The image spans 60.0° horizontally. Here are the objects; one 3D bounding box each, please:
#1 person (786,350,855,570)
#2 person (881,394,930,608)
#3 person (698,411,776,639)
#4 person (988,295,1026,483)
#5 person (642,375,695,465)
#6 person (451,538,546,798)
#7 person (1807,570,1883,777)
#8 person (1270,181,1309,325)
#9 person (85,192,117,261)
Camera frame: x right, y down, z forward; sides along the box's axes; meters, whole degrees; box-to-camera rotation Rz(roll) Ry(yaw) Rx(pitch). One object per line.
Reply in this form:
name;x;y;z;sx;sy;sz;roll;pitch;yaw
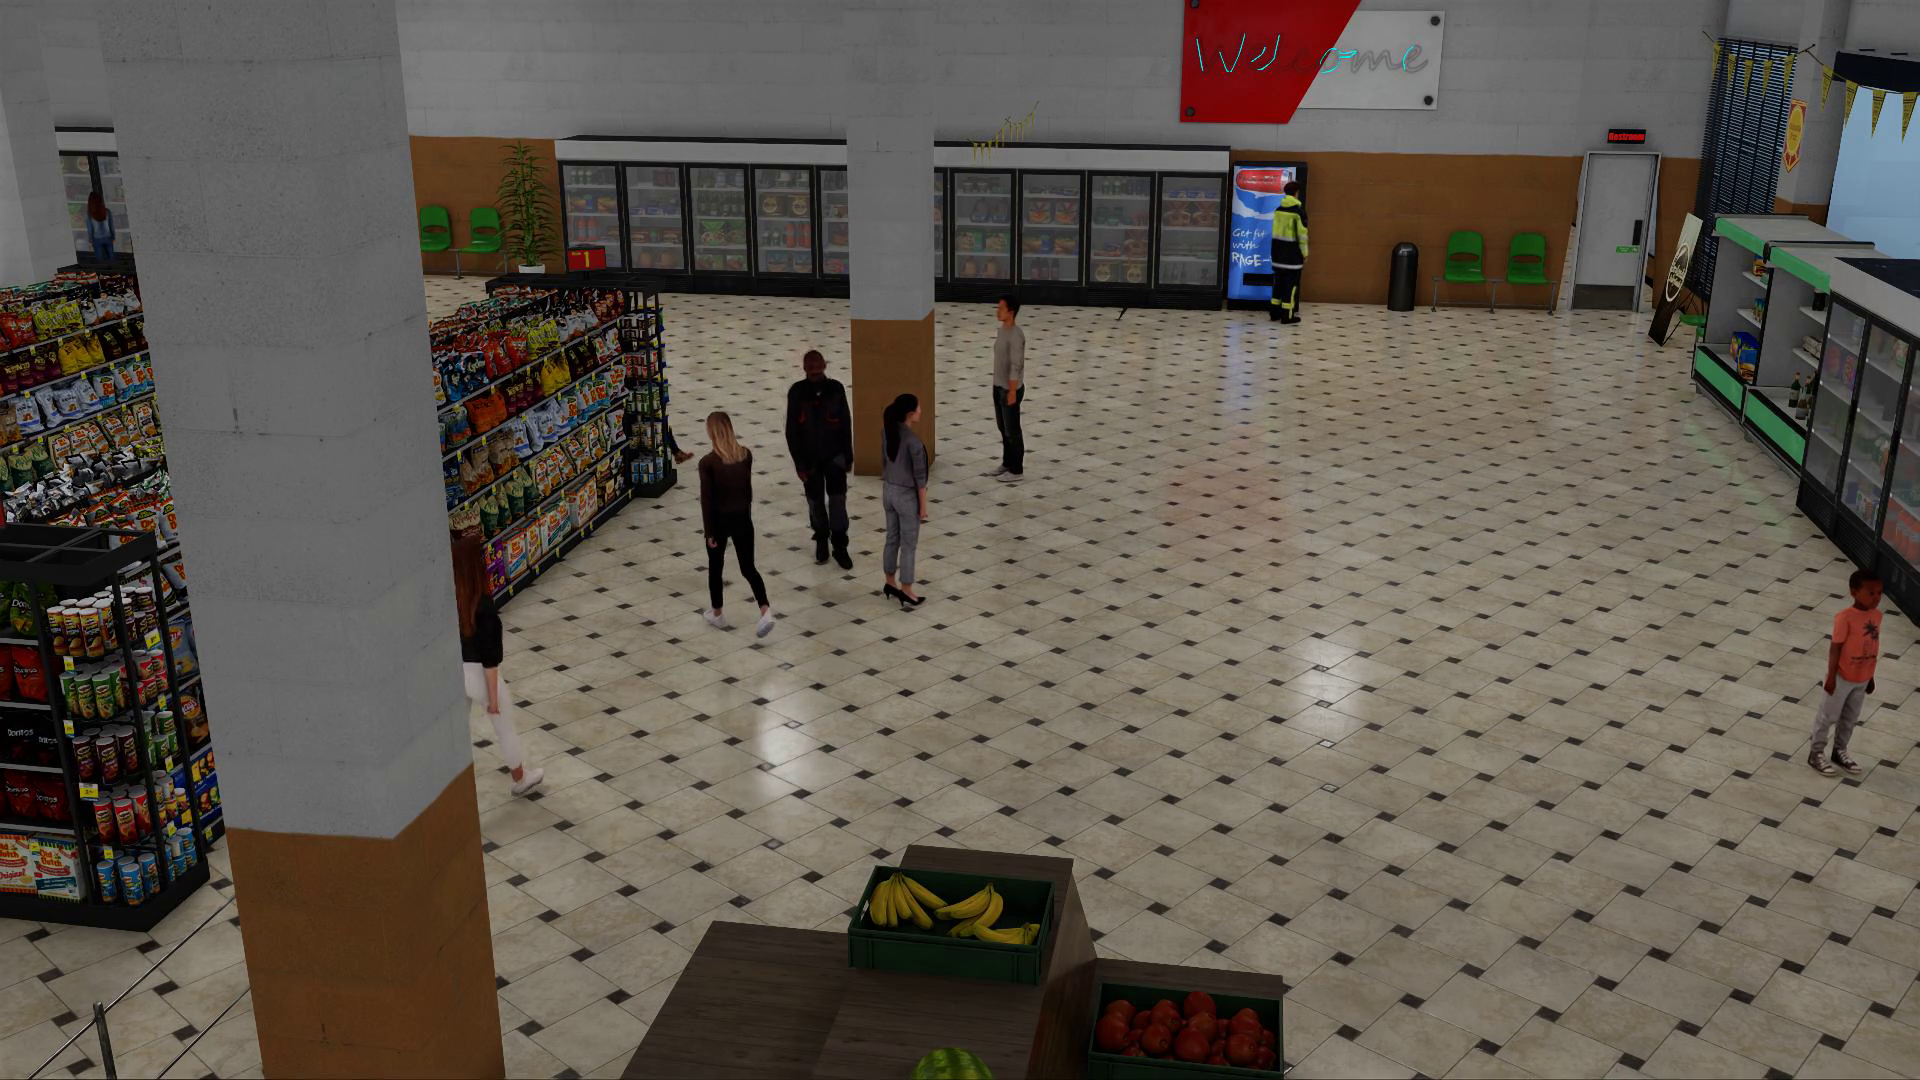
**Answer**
person;-1.166;-0.724;13.823;0.853;1.802;0.952;-3;19;-9
person;-0.450;-0.306;12.783;0.761;1.674;0.722;-16;25;-40
person;-1.626;-0.083;12.117;1.050;1.677;1.110;-13;22;-33
person;0.481;-1.470;16.021;0.770;1.810;0.636;-6;20;-17
person;-3.088;-1.301;16.482;0.634;1.197;0.762;6;19;17
person;-2.821;0.836;9.402;0.769;1.669;1.162;8;20;22
person;5.391;0.791;10.102;0.541;1.309;0.567;-5;19;-13
person;4.614;-4.041;23.386;0.940;1.978;0.861;-11;21;-29
person;-13.584;-4.770;26.331;0.701;1.477;0.608;17;25;41
